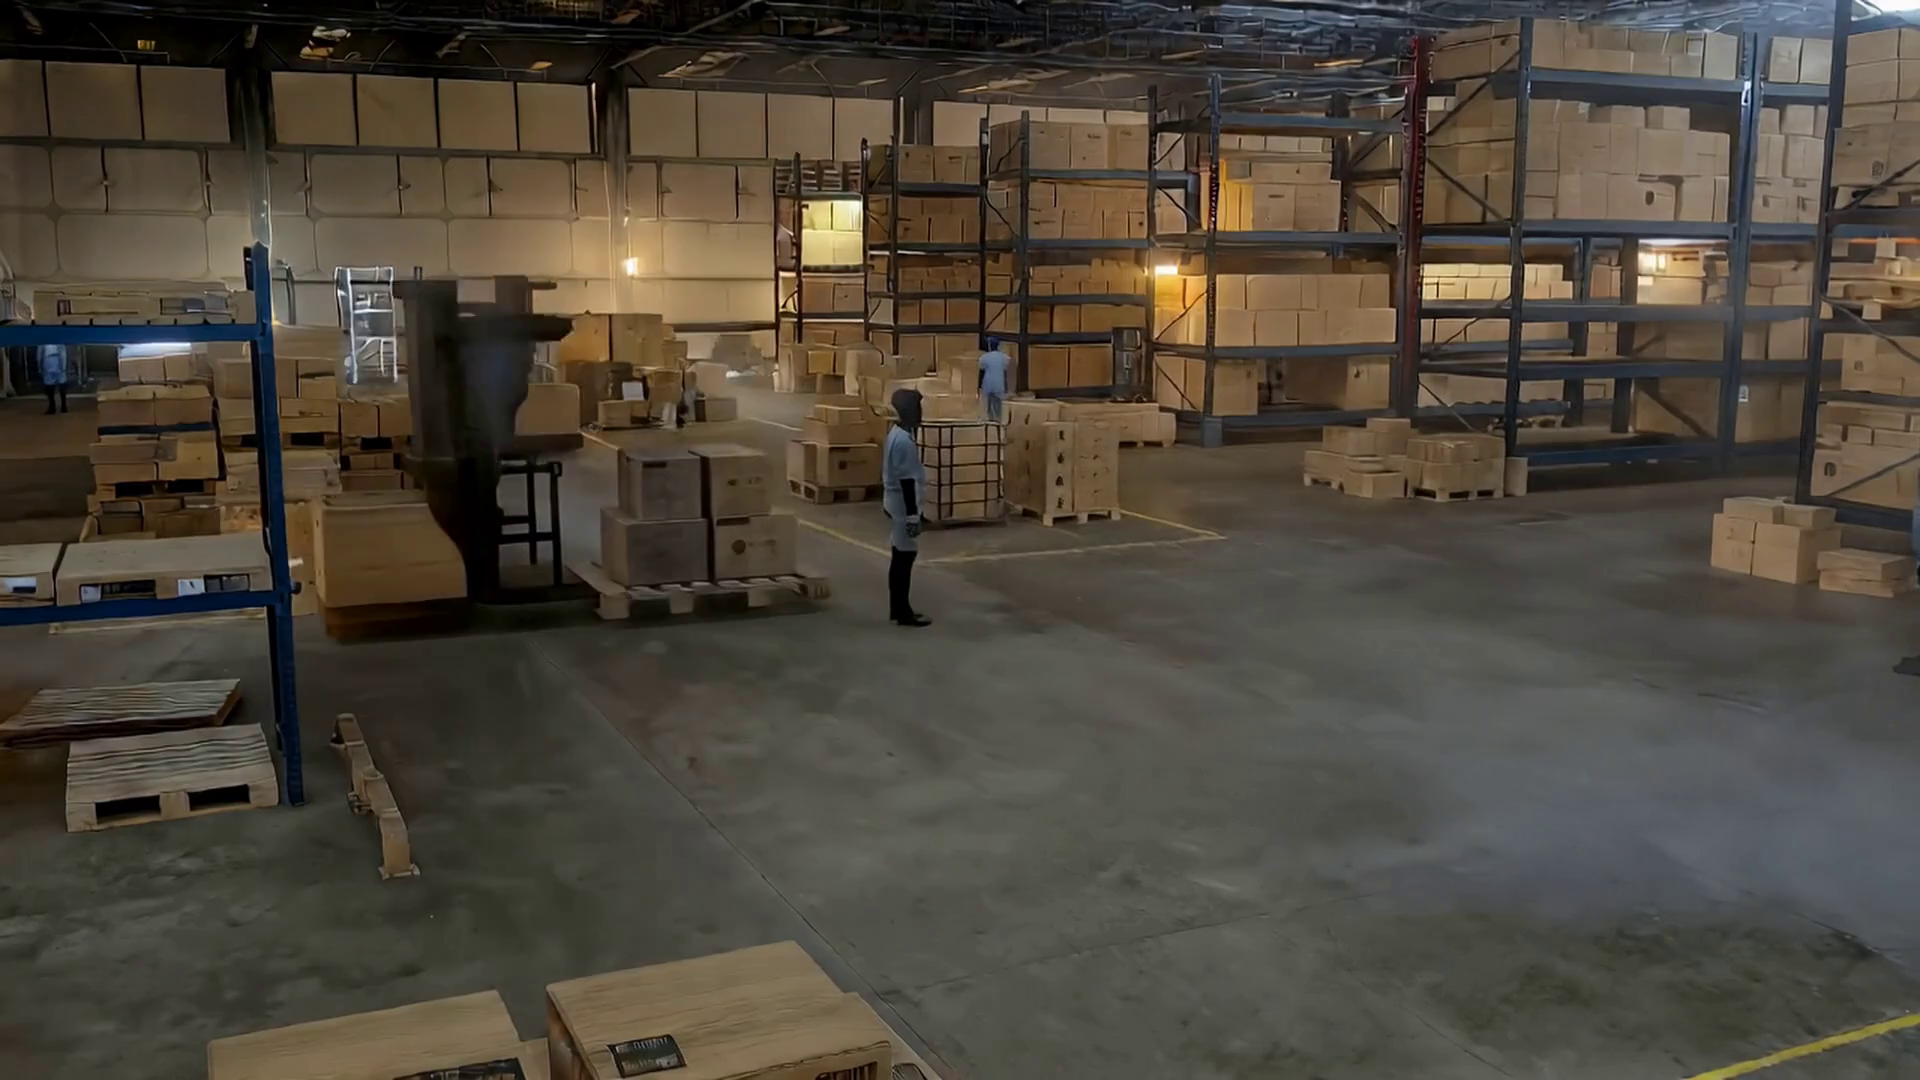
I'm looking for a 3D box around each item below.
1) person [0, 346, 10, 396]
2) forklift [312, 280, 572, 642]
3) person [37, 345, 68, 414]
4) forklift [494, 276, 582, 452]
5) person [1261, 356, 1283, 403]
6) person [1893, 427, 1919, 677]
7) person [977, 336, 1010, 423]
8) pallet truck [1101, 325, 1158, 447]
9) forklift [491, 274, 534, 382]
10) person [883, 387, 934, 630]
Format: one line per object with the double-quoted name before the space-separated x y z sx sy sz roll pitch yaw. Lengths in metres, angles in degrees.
"person" -22.366 -4.281 38.558 0.636 1.938 0.354 -9 13 -44
"forklift" -4.243 -0.701 13.436 1.873 2.768 1.129 -4 10 -25
"person" -18.508 -3.524 33.871 0.375 1.935 0.551 6 11 34
"forklift" -7.106 -2.809 26.516 1.873 2.768 1.129 -4 10 -25
"person" 6.445 -3.464 34.458 0.359 1.630 0.513 -4 10 -23
"person" 6.940 0.020 11.877 0.360 1.939 0.543 7 12 38
"person" 0.546 -2.487 27.800 0.520 1.817 0.964 -2 9 -11
"pallet truck" 2.881 -2.596 27.923 0.823 1.965 1.885 -1 9 -7
"forklift" -11.353 -5.369 42.396 1.873 2.768 1.129 -4 10 -25
"person" -0.433 -0.256 13.498 0.367 1.967 0.606 -2 9 -13
